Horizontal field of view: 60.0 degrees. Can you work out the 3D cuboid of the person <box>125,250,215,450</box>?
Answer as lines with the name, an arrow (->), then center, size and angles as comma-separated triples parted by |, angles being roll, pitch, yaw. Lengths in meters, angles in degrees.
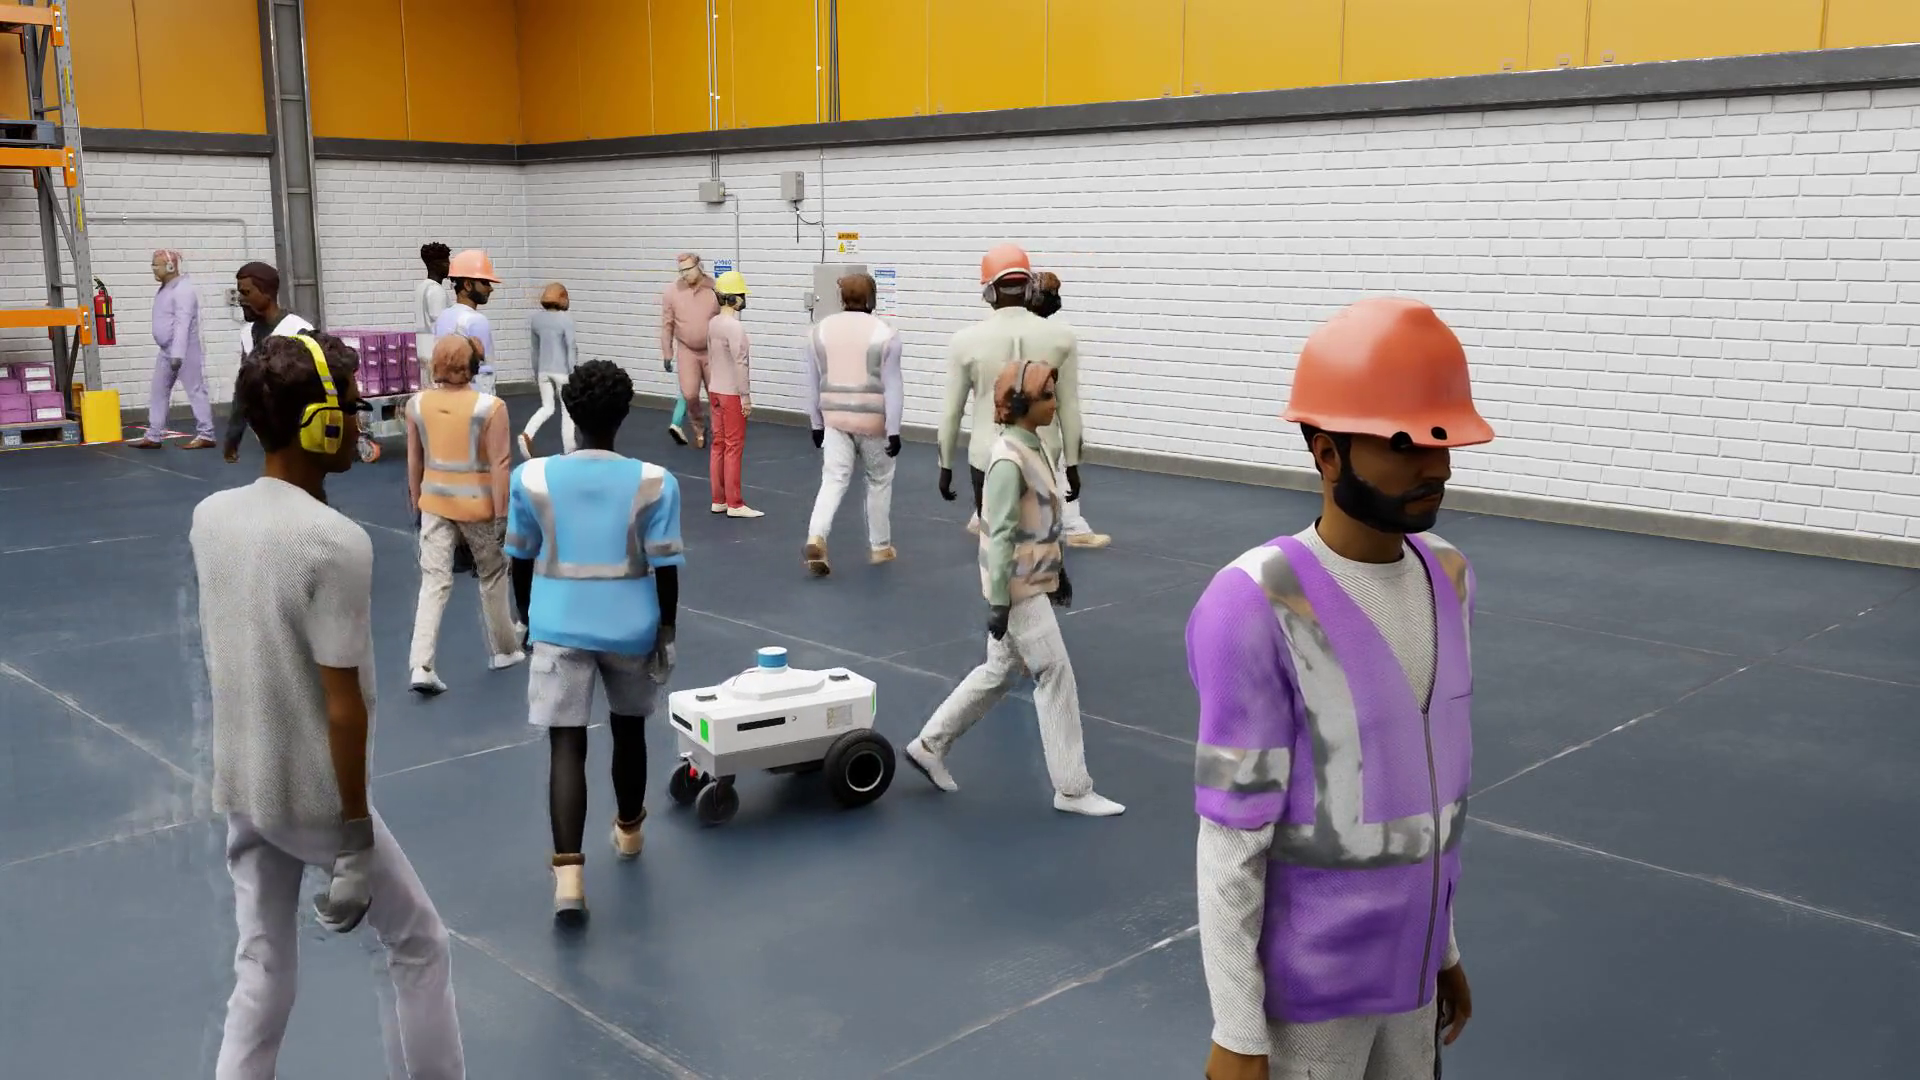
person -> -7.459, -1.759, 15.569 | 0.863, 1.872, 0.679 | -10, 15, -44

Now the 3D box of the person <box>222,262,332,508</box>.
person -> -3.796, -0.586, 9.203 | 0.653, 1.868, 0.953 | 9, 14, 40

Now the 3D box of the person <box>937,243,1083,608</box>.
person -> 0.208, -0.381, 7.775 | 0.653, 1.976, 0.676 | -2, 11, -9

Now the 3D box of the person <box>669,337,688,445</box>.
person -> -2.548, -1.782, 16.139 | 0.591, 1.727, 0.751 | 4, 11, 20

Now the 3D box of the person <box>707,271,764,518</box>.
person -> -1.638, -1.041, 11.972 | 0.316, 1.769, 0.525 | -7, 12, -32

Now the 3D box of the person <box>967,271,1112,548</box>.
person -> 0.485, -0.846, 10.835 | 0.947, 1.802, 0.627 | 1, 10, 4

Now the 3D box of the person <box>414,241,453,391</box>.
person -> -4.530, -1.600, 14.470 | 0.368, 1.966, 0.603 | -7, 12, -33

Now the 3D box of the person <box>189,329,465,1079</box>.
person -> -1.232, 0.503, 3.369 | 0.515, 1.841, 0.829 | 6, 12, 28

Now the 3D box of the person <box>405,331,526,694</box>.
person -> -2.254, -0.132, 7.465 | 0.526, 1.599, 0.837 | 2, 11, 10

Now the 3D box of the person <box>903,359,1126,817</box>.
person -> 0.174, 0.161, 5.851 | 0.786, 1.608, 0.514 | 2, 11, 8

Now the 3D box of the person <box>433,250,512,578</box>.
person -> -2.895, -0.745, 9.899 | 0.375, 1.934, 0.547 | -9, 14, -41

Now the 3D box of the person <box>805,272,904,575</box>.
person -> -0.648, -0.700, 10.013 | 0.632, 1.812, 0.882 | 4, 11, 19

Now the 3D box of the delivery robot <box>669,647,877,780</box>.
delivery robot -> -0.665, 0.626, 5.931 | 0.707, 0.478, 0.477 | -6, 12, -30

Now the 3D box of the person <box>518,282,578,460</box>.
person -> -3.628, -1.466, 14.712 | 0.505, 1.616, 0.637 | 5, 11, 25

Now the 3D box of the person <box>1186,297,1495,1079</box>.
person -> 0.580, 0.620, 2.445 | 0.552, 1.936, 0.360 | -8, 13, -38

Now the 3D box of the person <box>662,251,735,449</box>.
person -> -2.392, -1.733, 15.437 | 0.743, 1.873, 0.430 | -1, 10, -7

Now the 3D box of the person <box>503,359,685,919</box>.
person -> -1.105, 0.283, 5.056 | 0.542, 1.658, 0.871 | -2, 11, -9
